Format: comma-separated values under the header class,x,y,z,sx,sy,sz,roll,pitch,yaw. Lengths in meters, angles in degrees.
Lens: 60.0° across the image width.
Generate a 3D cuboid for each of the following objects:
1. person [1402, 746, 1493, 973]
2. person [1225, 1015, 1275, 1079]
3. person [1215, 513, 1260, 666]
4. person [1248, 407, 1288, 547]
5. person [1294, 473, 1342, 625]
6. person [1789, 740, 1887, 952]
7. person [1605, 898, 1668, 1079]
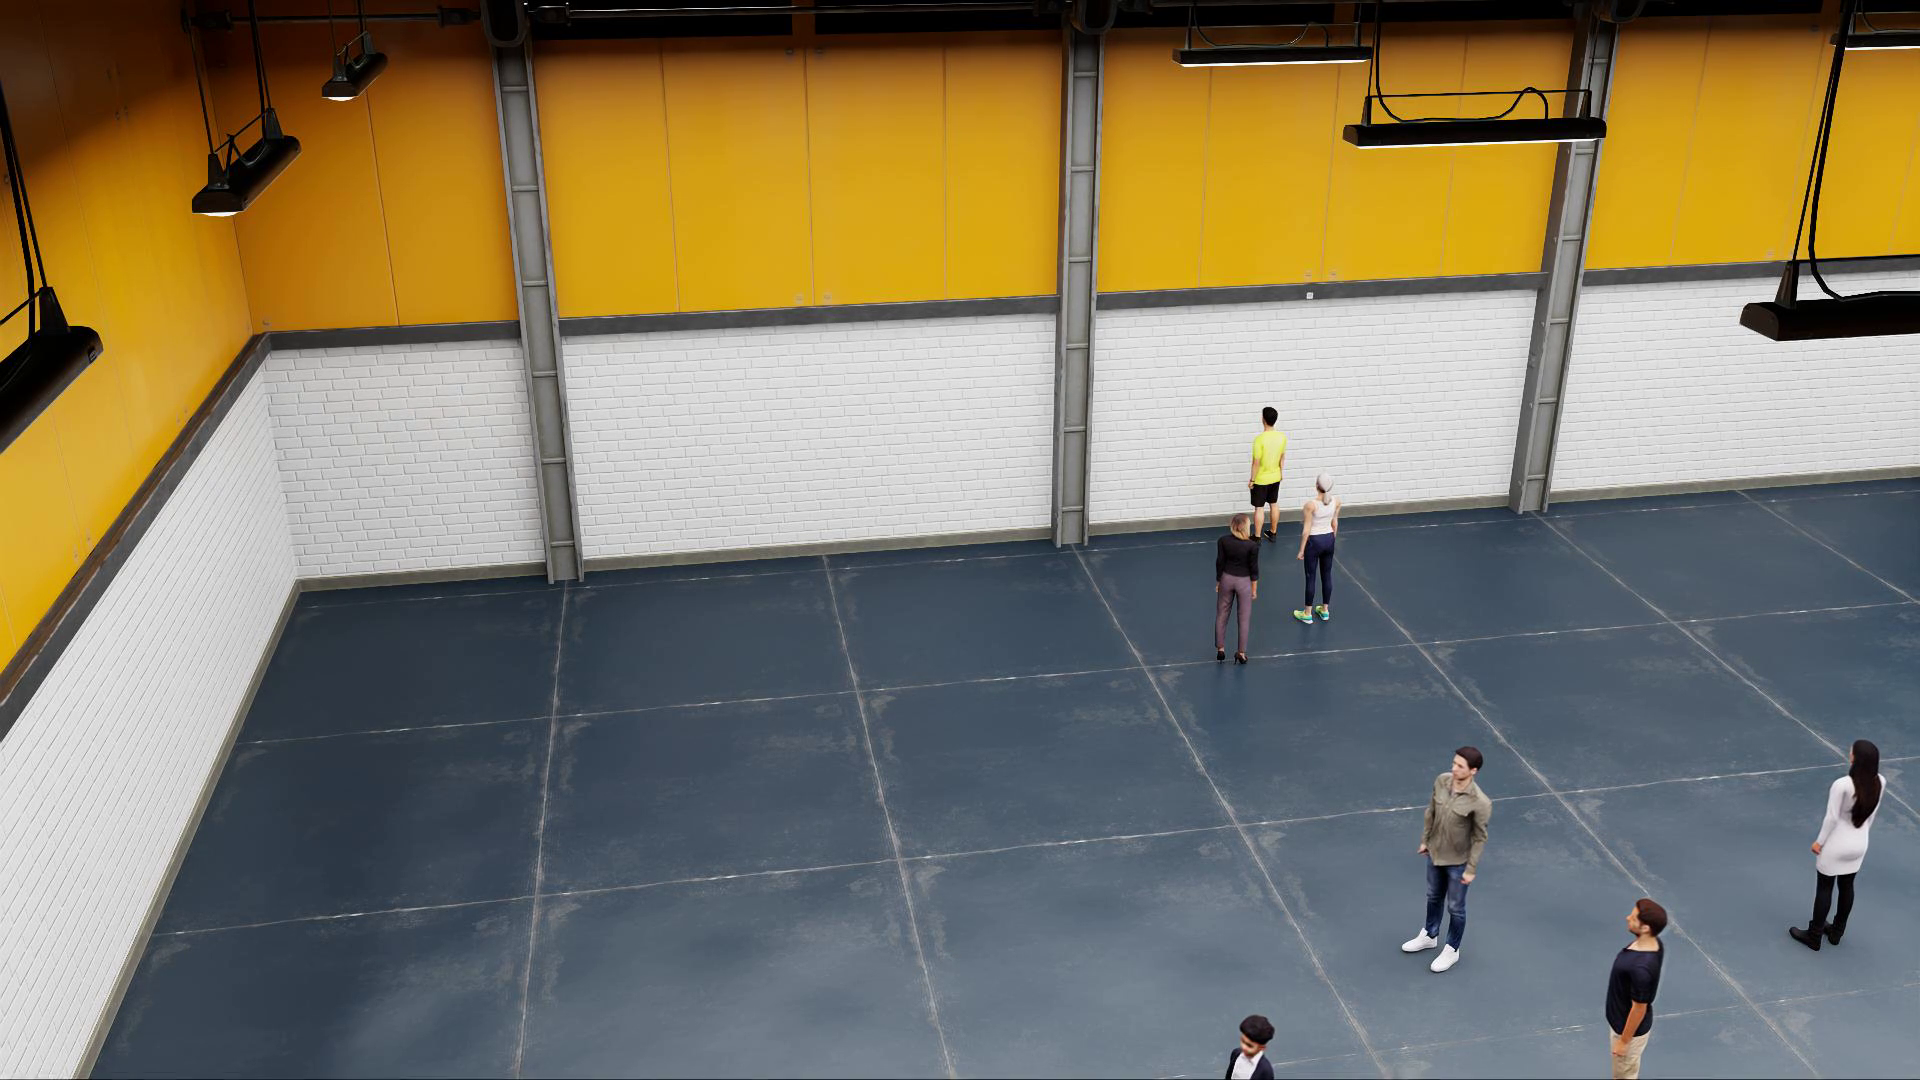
class,x,y,z,sx,sy,sz,roll,pitch,yaw
person,3.721,2.372,12.550,0.728,1.865,0.778,-13,27,-28
person,1.866,3.556,10.645,0.590,1.222,0.569,-17,29,-34
person,2.823,0.501,17.074,0.654,1.670,0.748,10,26,22
person,3.678,-0.773,19.942,0.548,1.707,0.735,-11,26,-23
person,3.893,0.079,17.998,0.525,1.702,0.691,-9,25,-19
person,6.756,2.328,12.722,0.489,1.809,0.677,-6,24,-13
person,4.363,3.137,10.812,0.739,1.856,0.725,11,26,23
